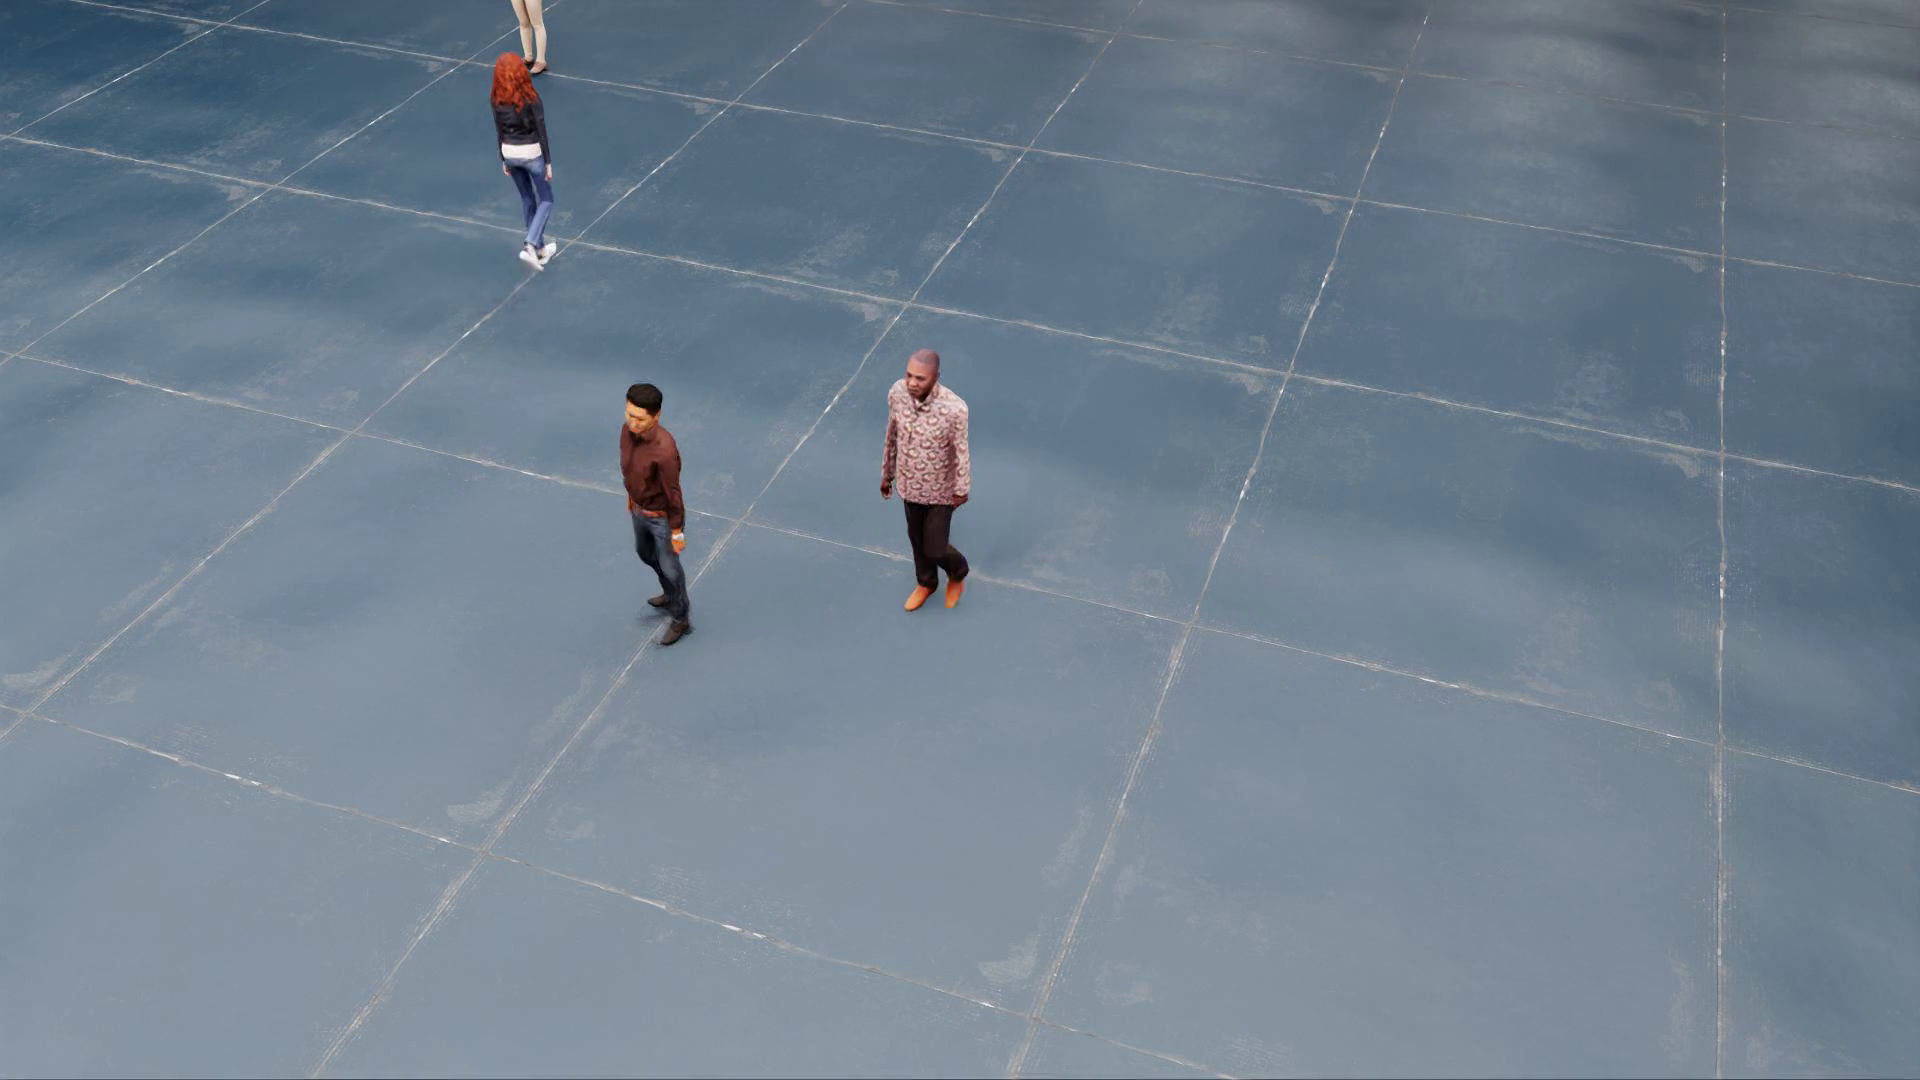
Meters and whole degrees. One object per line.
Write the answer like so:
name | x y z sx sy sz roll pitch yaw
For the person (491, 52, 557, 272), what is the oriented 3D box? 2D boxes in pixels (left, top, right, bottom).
person | -3.401 -2.870 12.886 0.663 1.776 0.958 7 39 9

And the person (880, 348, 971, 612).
person | -0.146 -0.382 9.693 0.761 1.791 0.753 23 43 26

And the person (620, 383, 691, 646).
person | -1.715 -0.178 9.448 0.773 1.773 0.815 -23 43 -26

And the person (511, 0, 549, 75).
person | -4.254 -5.440 16.270 0.644 1.654 0.571 13 40 16
